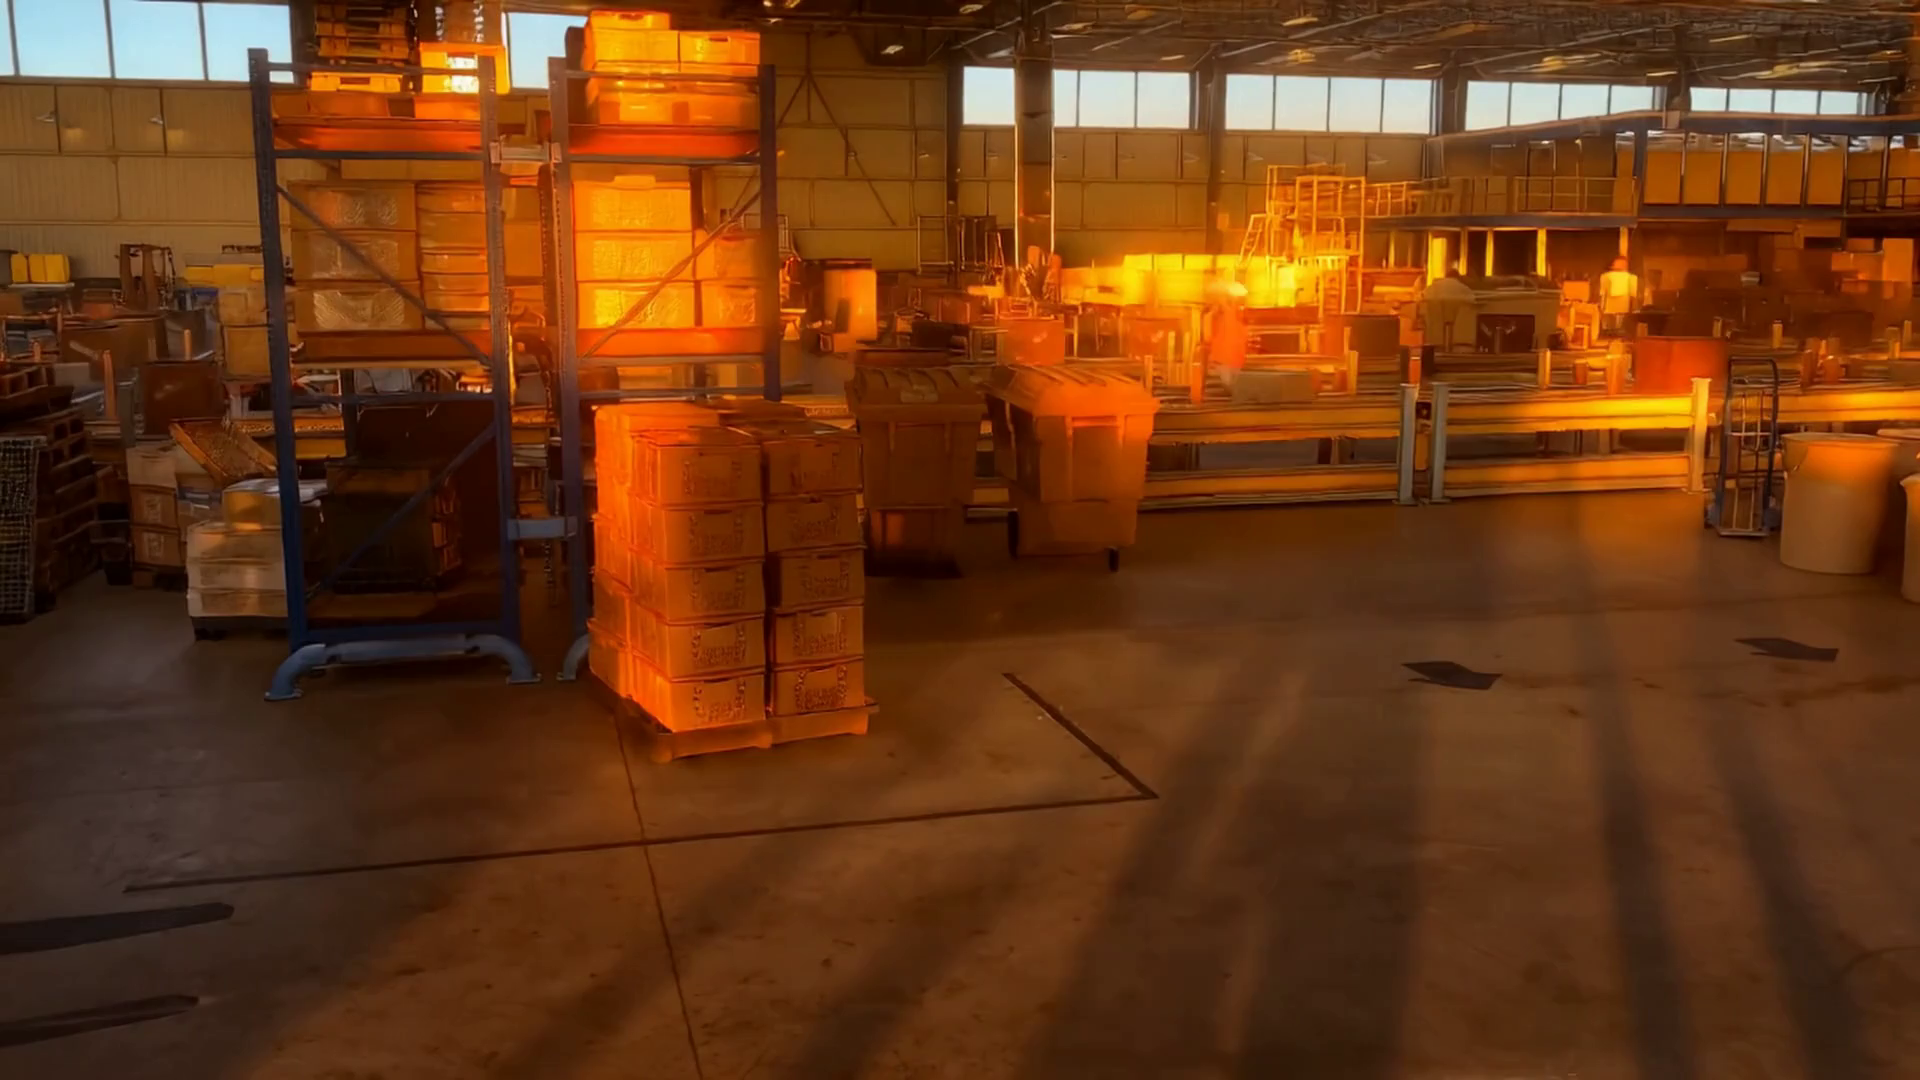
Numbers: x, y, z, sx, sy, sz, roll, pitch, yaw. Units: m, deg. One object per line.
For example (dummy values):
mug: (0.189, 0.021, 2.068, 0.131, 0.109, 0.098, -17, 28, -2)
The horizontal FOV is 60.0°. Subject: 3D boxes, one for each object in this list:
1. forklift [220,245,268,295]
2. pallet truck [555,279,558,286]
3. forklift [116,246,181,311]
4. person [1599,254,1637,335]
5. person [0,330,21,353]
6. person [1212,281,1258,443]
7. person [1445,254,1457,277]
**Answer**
forklift: (-17.749, -6.334, 41.440, 1.157, 1.987, 2.680, -3, 10, -17)
pallet truck: (-10.604, -6.375, 44.520, 0.653, 1.274, 1.630, -3, 10, -15)
forklift: (-19.966, -6.232, 40.894, 1.157, 1.987, 2.680, -3, 10, -15)
person: (11.748, -4.103, 29.738, 0.602, 1.968, 1.098, 4, 11, 21)
person: (-19.391, -4.644, 33.131, 0.646, 1.870, 0.943, 8, 13, 37)
person: (3.002, -1.901, 17.896, 0.618, 1.743, 0.554, -1, 10, -8)
person: (15.896, -8.311, 53.872, 0.577, 1.879, 0.350, -8, 13, -38)
